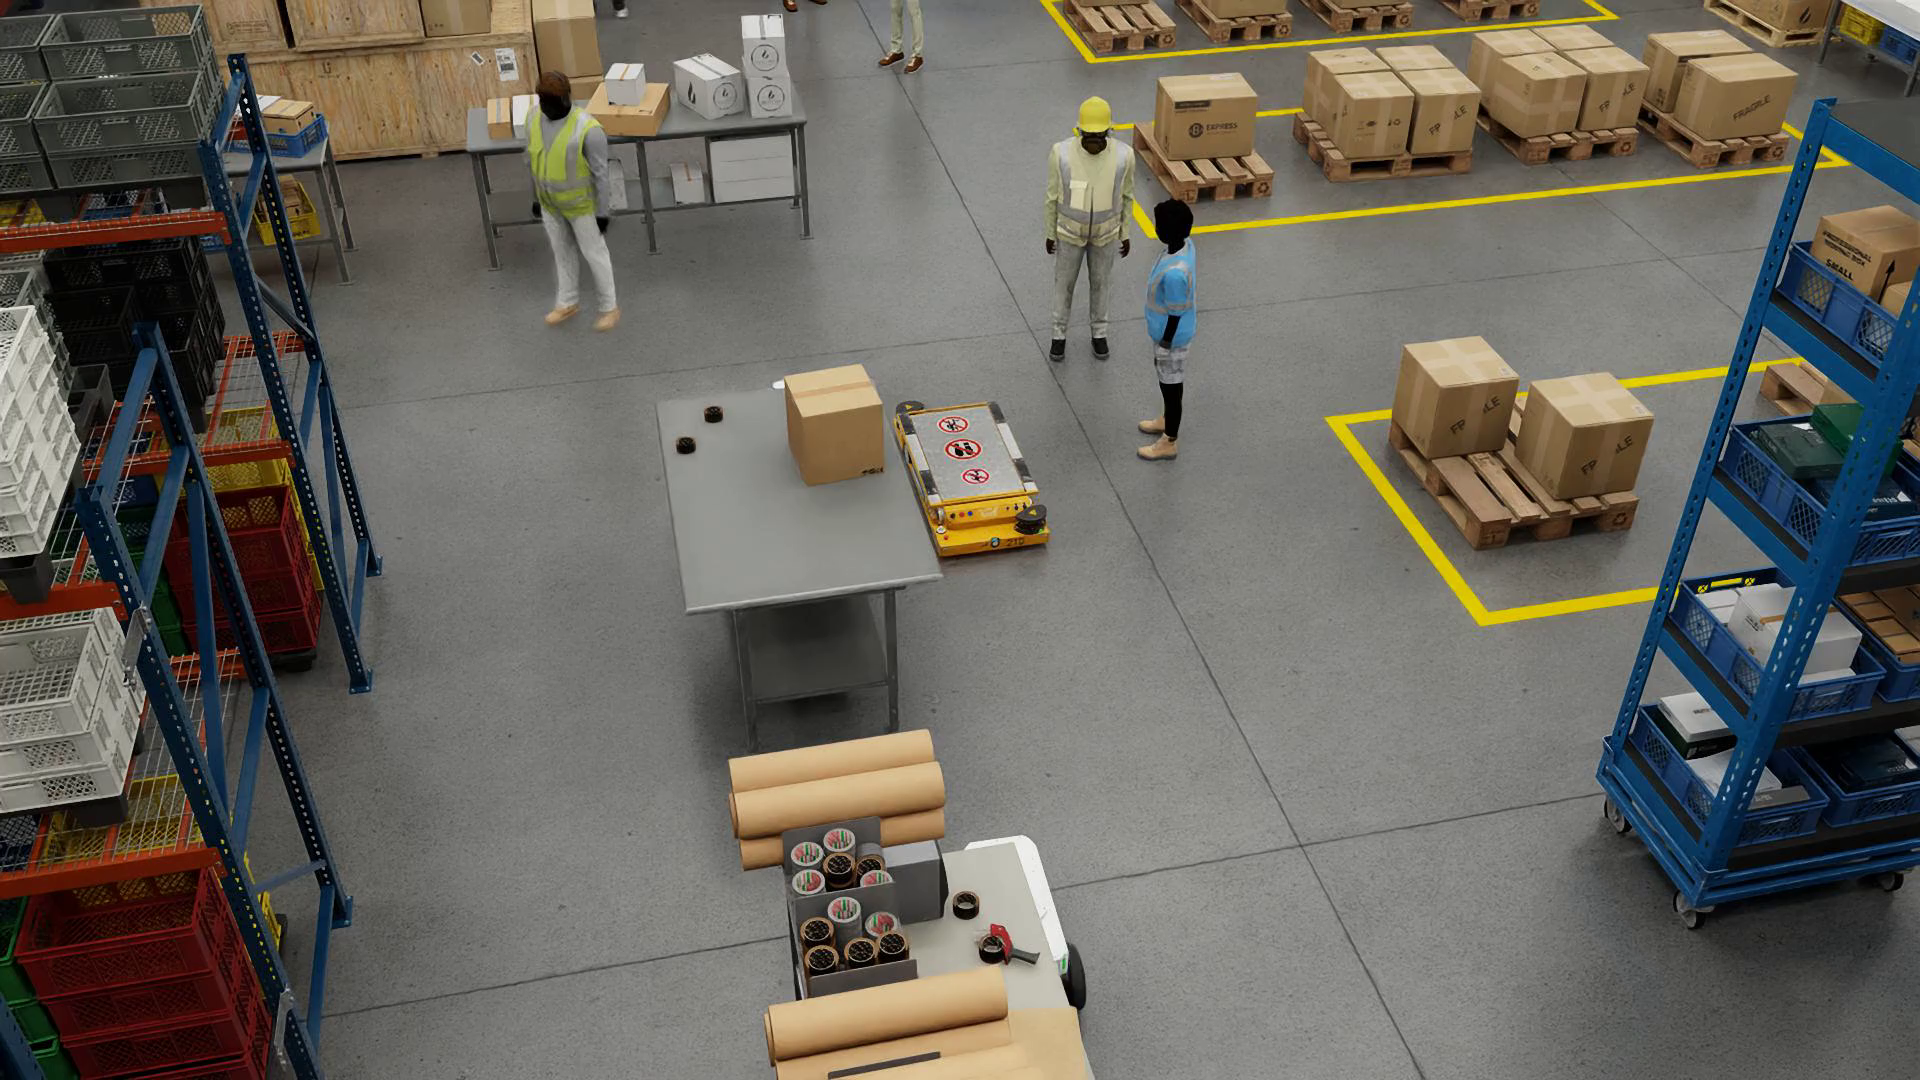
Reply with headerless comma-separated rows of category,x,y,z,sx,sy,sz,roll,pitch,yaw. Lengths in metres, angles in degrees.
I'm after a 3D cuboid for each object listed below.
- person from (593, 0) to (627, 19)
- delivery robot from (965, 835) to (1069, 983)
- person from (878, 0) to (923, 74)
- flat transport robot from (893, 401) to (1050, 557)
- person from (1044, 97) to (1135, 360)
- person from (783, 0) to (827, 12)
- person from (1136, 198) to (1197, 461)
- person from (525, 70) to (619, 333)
person,-3.635,-6.105,16.367,0.596,1.919,0.388,-9,37,-11
delivery robot,0.225,1.590,7.082,0.477,0.478,0.707,-7,37,-9
person,-0.530,-5.247,15.250,0.516,1.876,0.327,23,43,28
flat transport robot,0.046,-0.430,10.108,0.652,0.197,1.431,-8,37,-10
person,0.845,-2.042,10.974,0.586,1.835,0.404,0,37,-1
person,-1.596,-6.288,16.624,0.650,1.904,0.401,-25,43,-29
person,1.263,-1.267,10.050,0.320,1.692,0.532,6,37,8
person,-2.662,-2.298,11.316,0.636,1.844,0.429,17,40,21
